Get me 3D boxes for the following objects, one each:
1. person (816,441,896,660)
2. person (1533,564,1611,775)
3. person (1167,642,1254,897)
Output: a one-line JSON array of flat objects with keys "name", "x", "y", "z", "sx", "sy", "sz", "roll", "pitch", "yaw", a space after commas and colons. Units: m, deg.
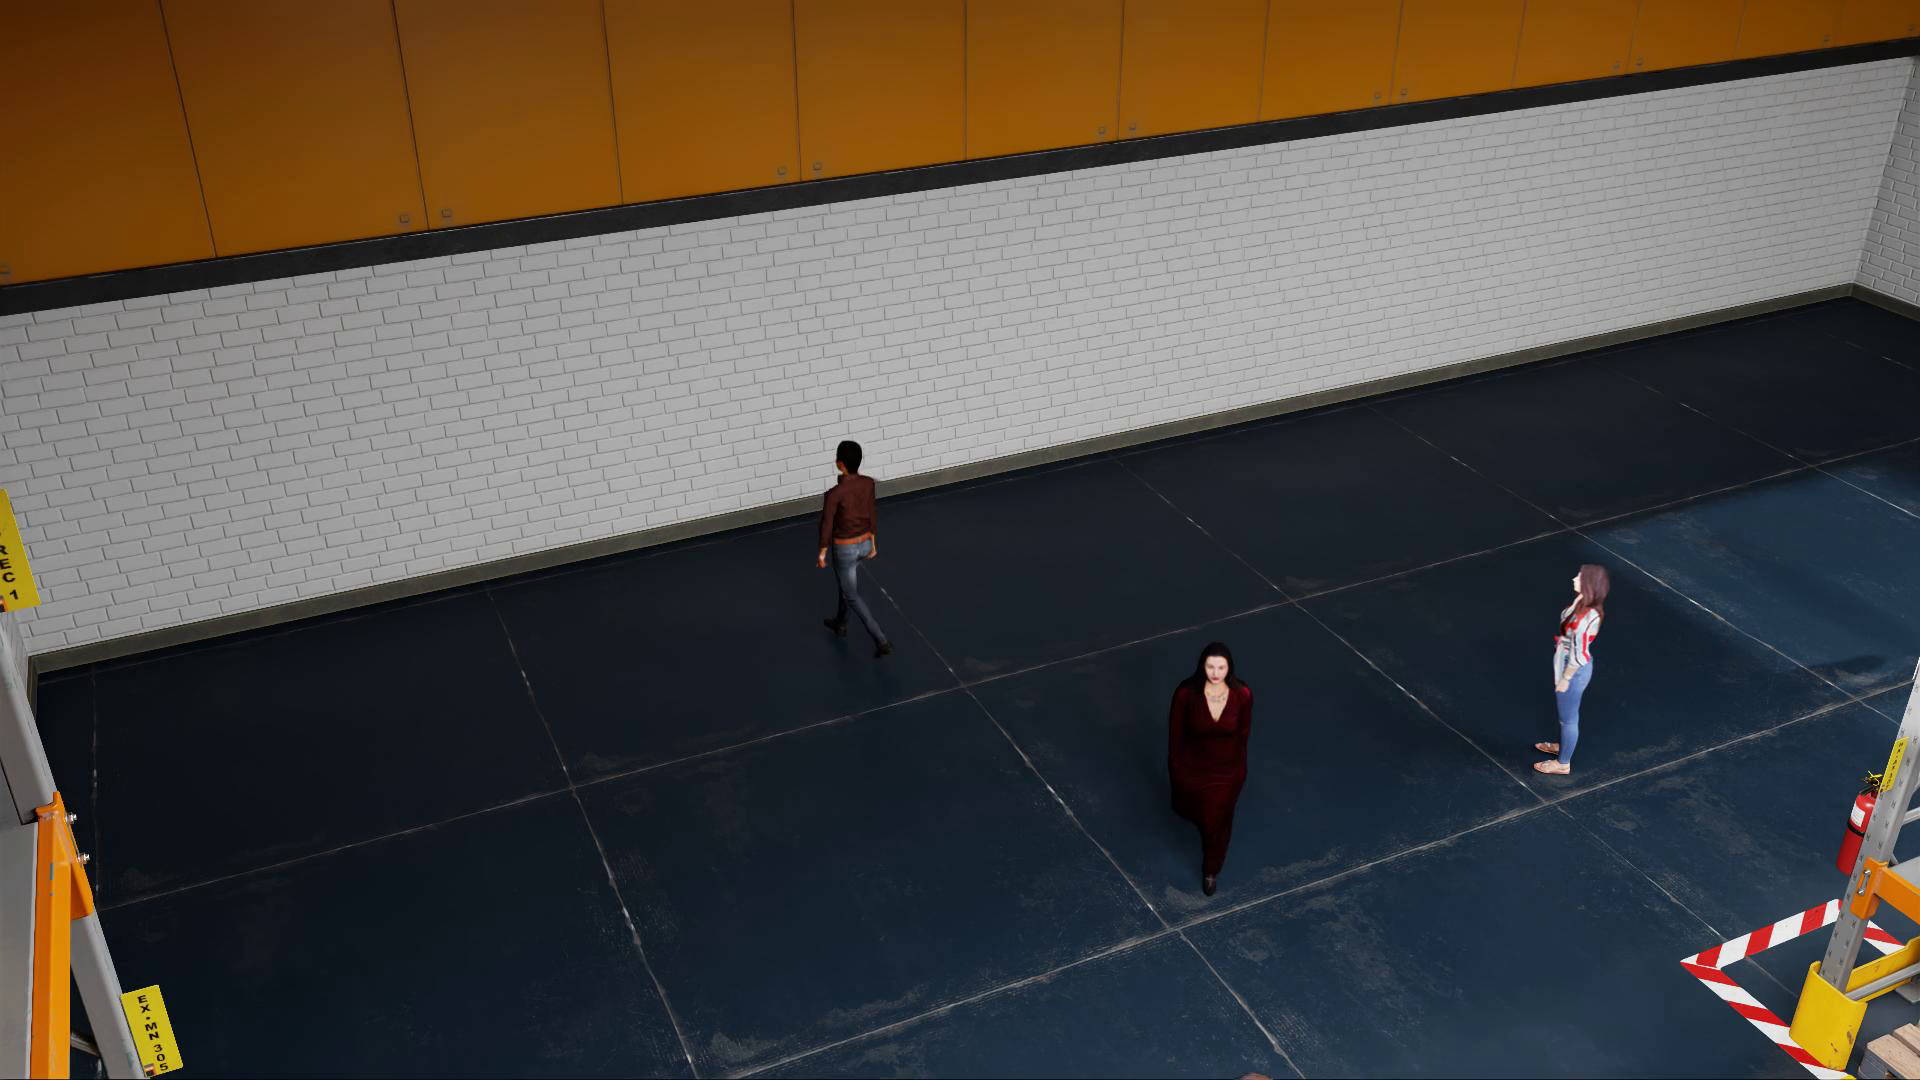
[{"name": "person", "x": -0.772, "y": 0.111, "z": 12.643, "sx": 1.198, "sy": 1.749, "sz": 0.910, "roll": 25, "pitch": 37, "yaw": 38}, {"name": "person", "x": 4.203, "y": 0.875, "z": 11.383, "sx": 0.706, "sy": 1.613, "sz": 0.652, "roll": 11, "pitch": 30, "yaw": 19}, {"name": "person", "x": 1.539, "y": 1.345, "z": 10.397, "sx": 0.938, "sy": 1.733, "sz": 1.112, "roll": 1, "pitch": 29, "yaw": 2}]
